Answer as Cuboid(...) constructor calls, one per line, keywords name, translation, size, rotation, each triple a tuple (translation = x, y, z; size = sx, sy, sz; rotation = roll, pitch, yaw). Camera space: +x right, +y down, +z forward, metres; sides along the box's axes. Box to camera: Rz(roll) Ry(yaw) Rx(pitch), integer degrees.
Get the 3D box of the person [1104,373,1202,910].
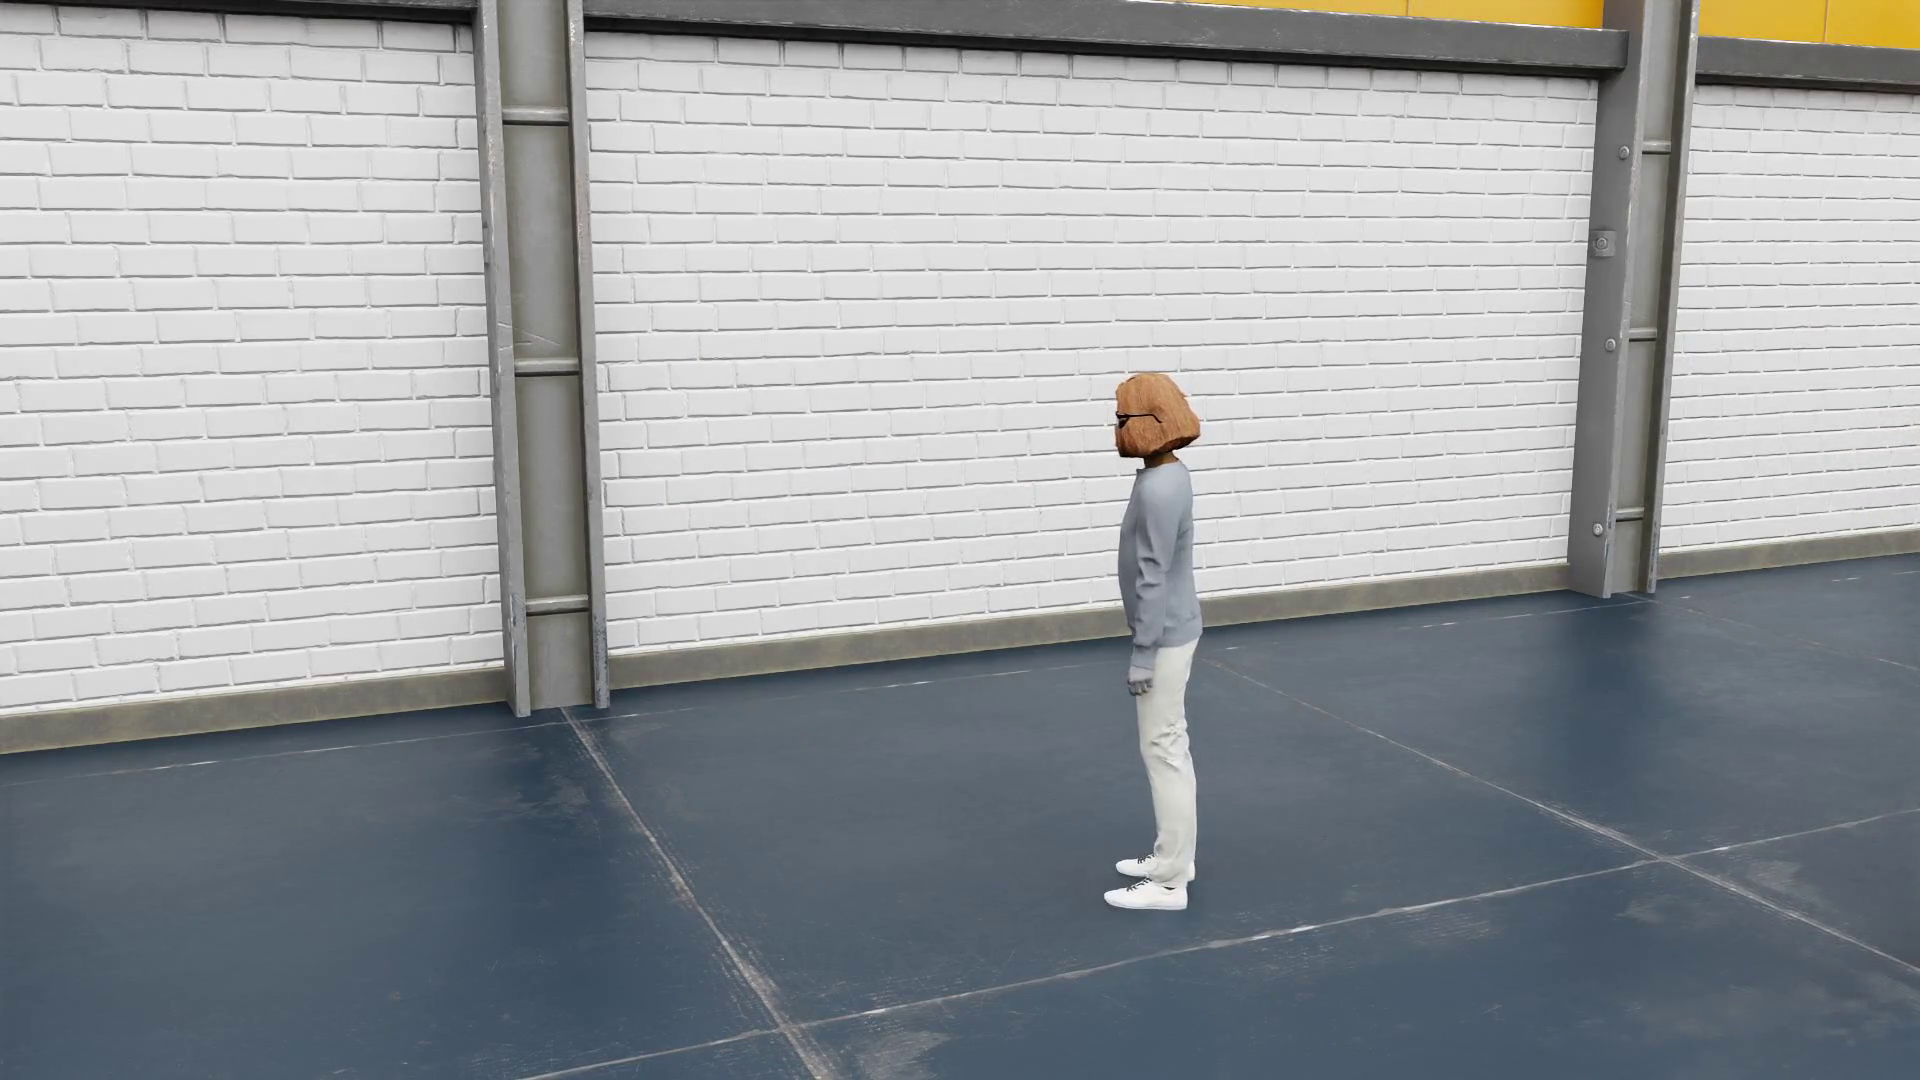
Cuboid(name="person", translation=(0.595, 0.308, 5.057), size=(0.280, 1.624, 0.494), rotation=(2, 10, 8))
